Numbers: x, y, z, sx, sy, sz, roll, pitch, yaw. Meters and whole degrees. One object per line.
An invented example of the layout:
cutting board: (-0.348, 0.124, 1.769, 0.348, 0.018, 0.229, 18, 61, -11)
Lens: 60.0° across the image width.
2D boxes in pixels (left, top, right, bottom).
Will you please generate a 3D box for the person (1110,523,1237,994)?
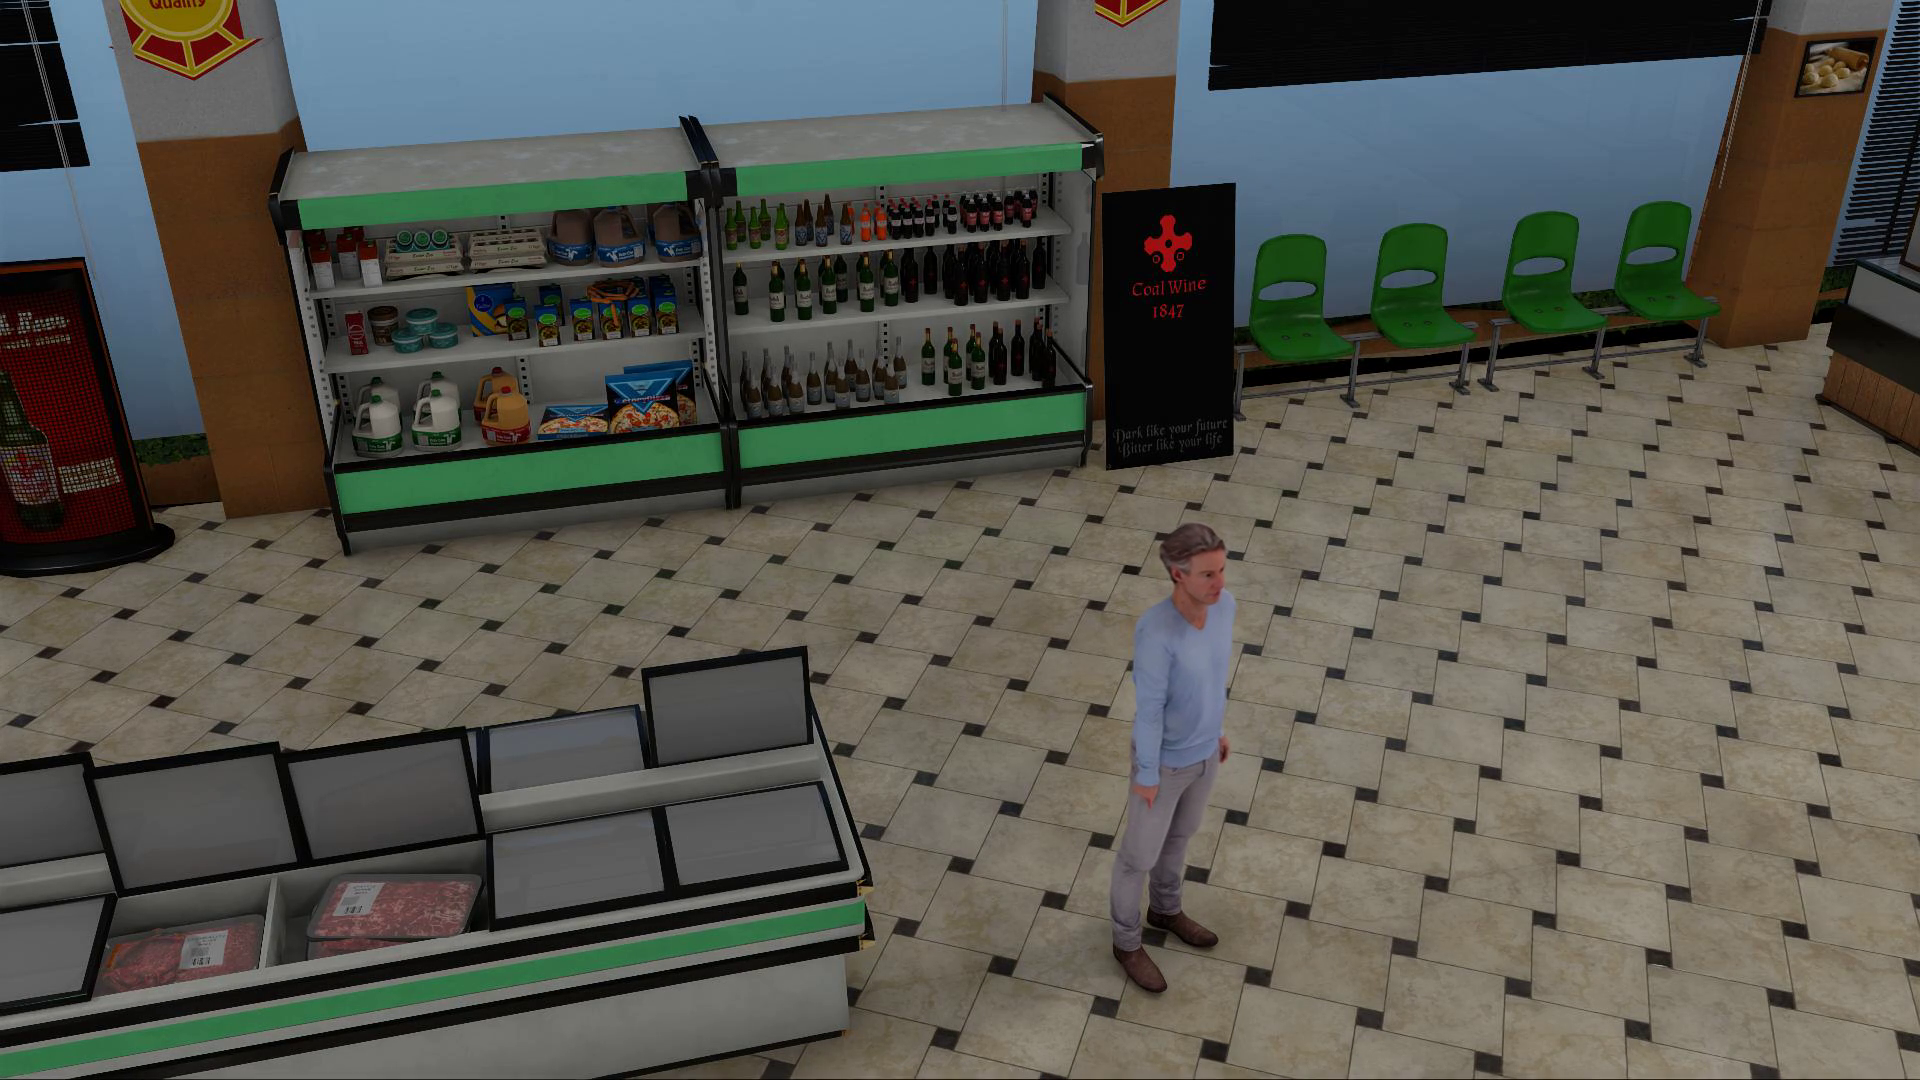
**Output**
person: (0.790, 0.777, 6.131, 0.683, 1.893, 0.802, -25, 37, -37)
